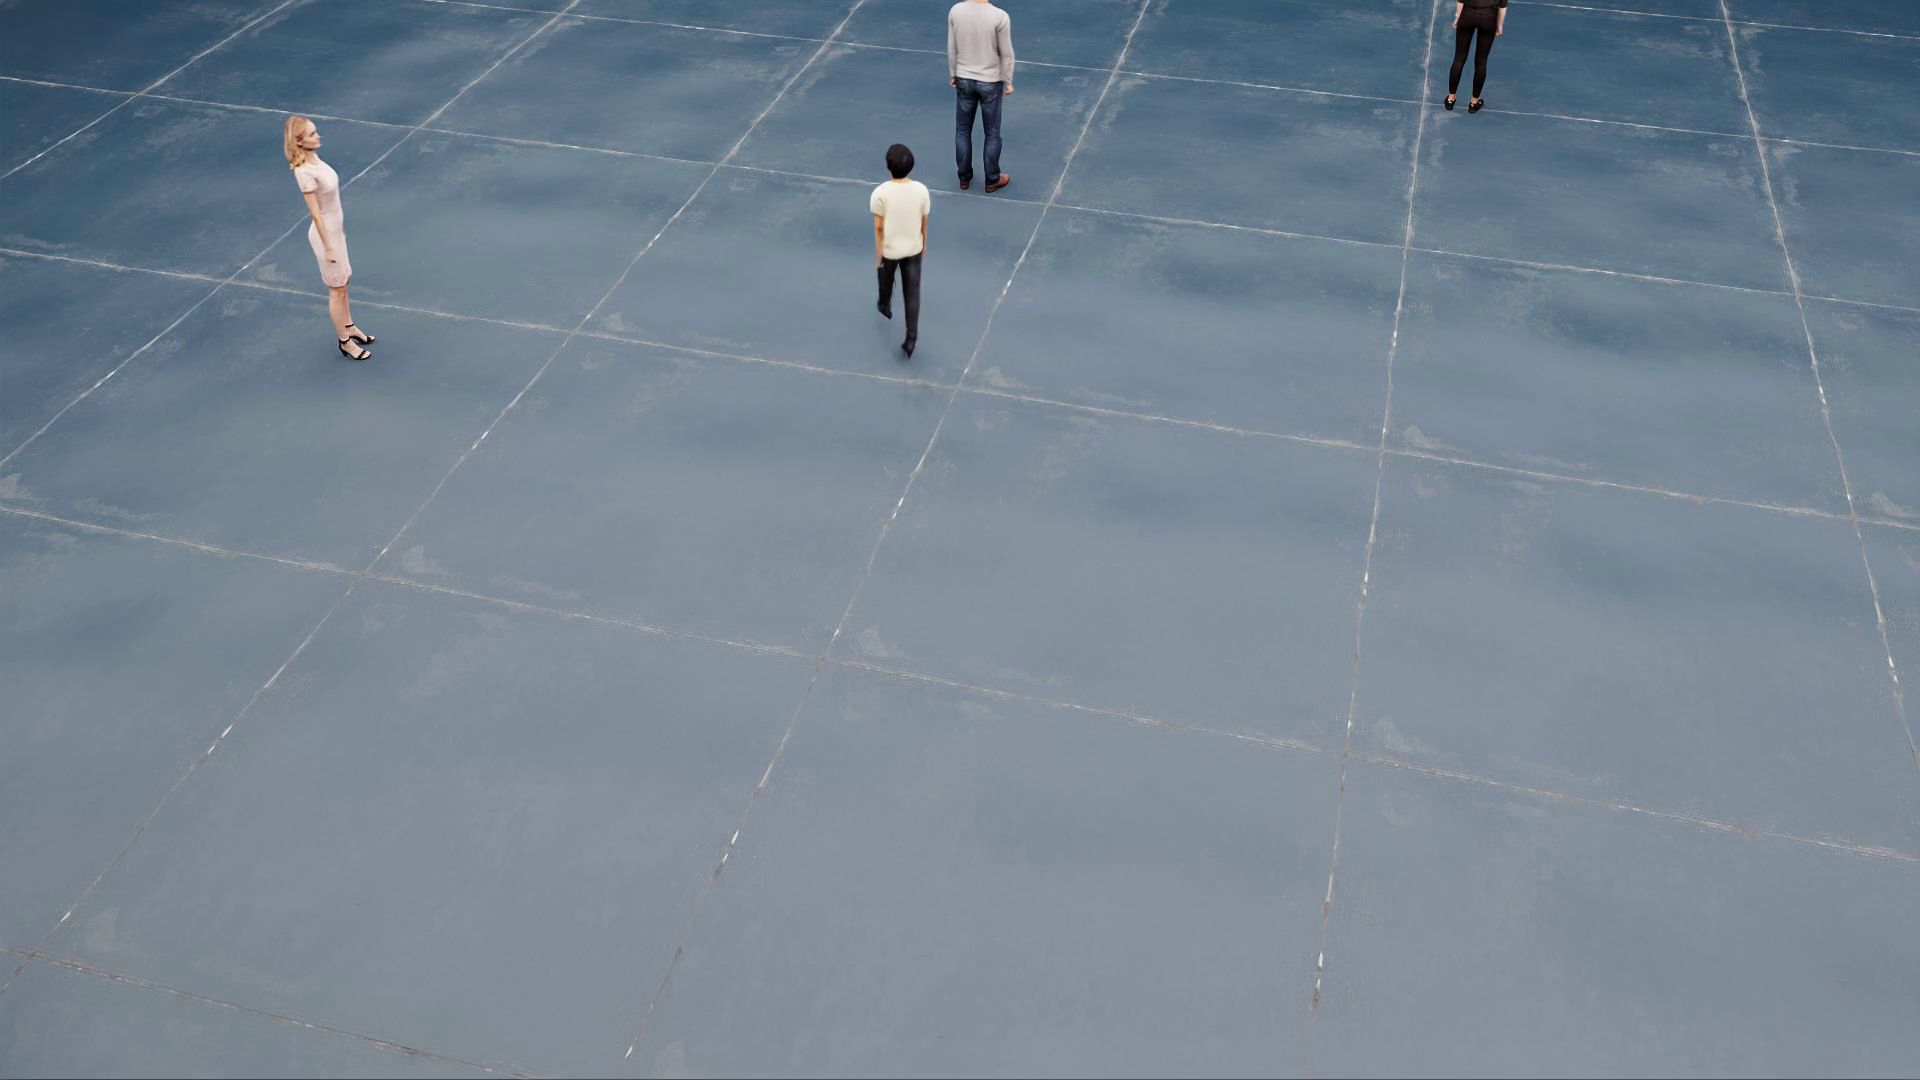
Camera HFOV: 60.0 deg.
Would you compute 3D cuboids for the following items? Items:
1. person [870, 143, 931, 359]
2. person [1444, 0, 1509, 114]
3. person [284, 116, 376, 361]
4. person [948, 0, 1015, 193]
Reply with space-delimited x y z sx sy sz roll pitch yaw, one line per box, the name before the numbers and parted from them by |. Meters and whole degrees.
person | -0.406 -2.025 11.882 0.889 1.555 1.066 -9 39 -11
person | 4.763 -4.789 15.288 0.617 1.713 0.547 13 40 17
person | -4.495 -2.143 11.810 0.698 1.831 0.562 -5 38 -6
person | 0.167 -3.844 13.919 0.744 1.911 0.643 13 40 16
